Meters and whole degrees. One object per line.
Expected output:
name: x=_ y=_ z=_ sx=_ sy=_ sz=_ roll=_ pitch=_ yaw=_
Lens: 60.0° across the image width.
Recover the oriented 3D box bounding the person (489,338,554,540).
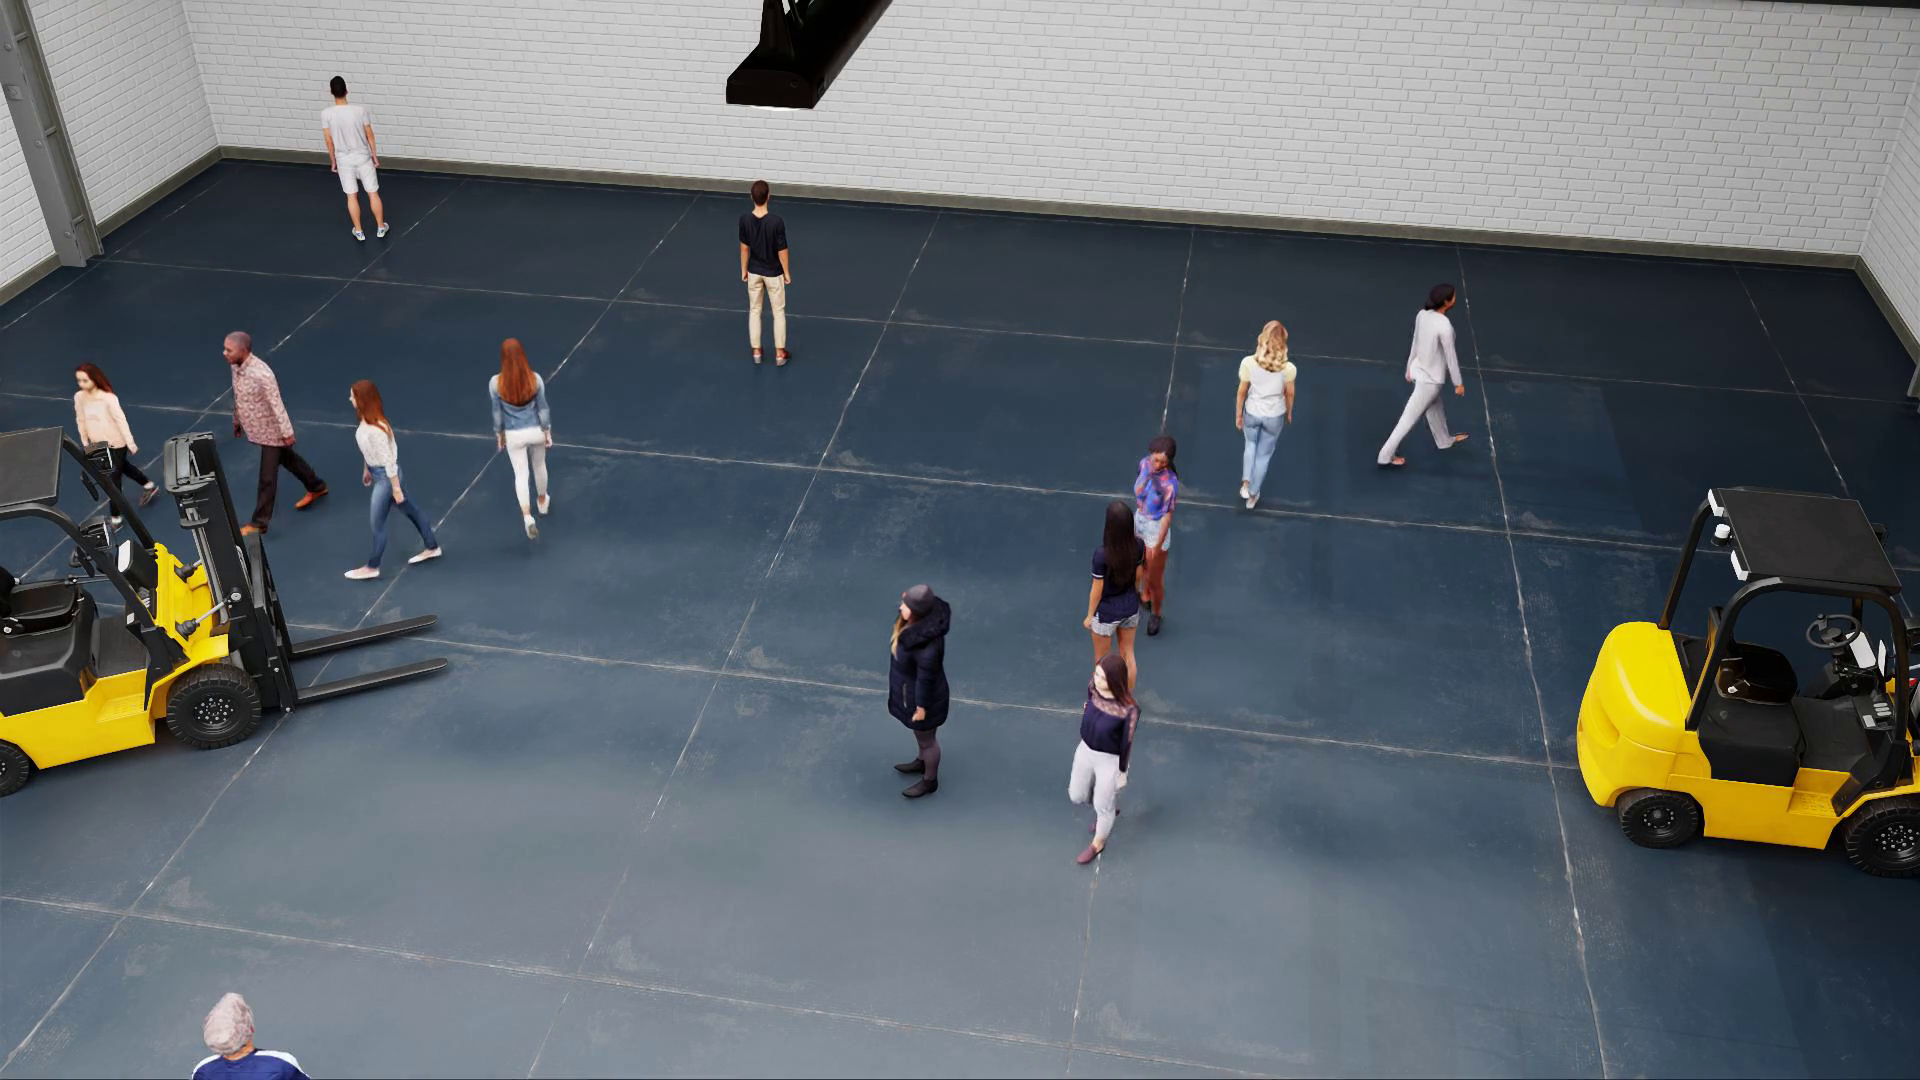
person: x=-3.570 y=-0.808 z=13.651 sx=0.891 sy=1.675 sz=1.126 roll=-8 pitch=34 yaw=-11

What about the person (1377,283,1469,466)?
person: x=4.009 y=-1.392 z=14.520 sx=0.988 sy=1.686 sz=1.179 roll=-7 pitch=34 yaw=-10

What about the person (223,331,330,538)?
person: x=-5.654 y=-0.940 z=13.775 sx=1.136 sy=1.758 sz=1.309 roll=27 pitch=42 yaw=35

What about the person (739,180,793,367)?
person: x=-1.890 y=-2.596 z=16.182 sx=0.634 sy=1.851 sz=0.546 roll=6 pitch=34 yaw=10

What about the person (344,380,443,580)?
person: x=-4.445 y=-0.502 z=13.172 sx=1.003 sy=1.696 sz=1.032 roll=-14 pitch=36 yaw=-20

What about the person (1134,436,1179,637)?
person: x=1.456 y=-0.099 z=12.540 sx=0.903 sy=1.726 sz=0.778 roll=-9 pitch=35 yaw=-14

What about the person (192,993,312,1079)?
person: x=-3.268 y=2.935 z=7.911 sx=0.778 sy=1.795 sz=1.238 roll=0 pitch=34 yaw=0

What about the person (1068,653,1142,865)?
person: x=0.943 y=1.364 z=10.454 sx=0.809 sy=1.597 sz=0.752 roll=-25 pitch=41 yaw=-32

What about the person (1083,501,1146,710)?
person: x=1.081 y=0.501 z=11.600 sx=0.661 sy=1.766 sz=0.699 roll=-15 pitch=37 yaw=-22

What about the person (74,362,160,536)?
person: x=-7.060 y=-0.830 z=13.891 sx=0.652 sy=1.447 sz=1.002 roll=9 pitch=35 yaw=13

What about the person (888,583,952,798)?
person: x=-0.254 y=0.974 z=10.971 sx=0.829 sy=1.674 sz=0.722 roll=-7 pitch=34 yaw=-10

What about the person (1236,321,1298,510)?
person: x=2.529 y=-0.986 z=13.889 sx=0.669 sy=1.710 sz=0.650 roll=11 pitch=35 yaw=16

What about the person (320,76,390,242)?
person: x=-6.838 y=-4.301 z=18.745 sx=0.762 sy=1.854 sz=0.751 roll=-12 pitch=35 yaw=-17
